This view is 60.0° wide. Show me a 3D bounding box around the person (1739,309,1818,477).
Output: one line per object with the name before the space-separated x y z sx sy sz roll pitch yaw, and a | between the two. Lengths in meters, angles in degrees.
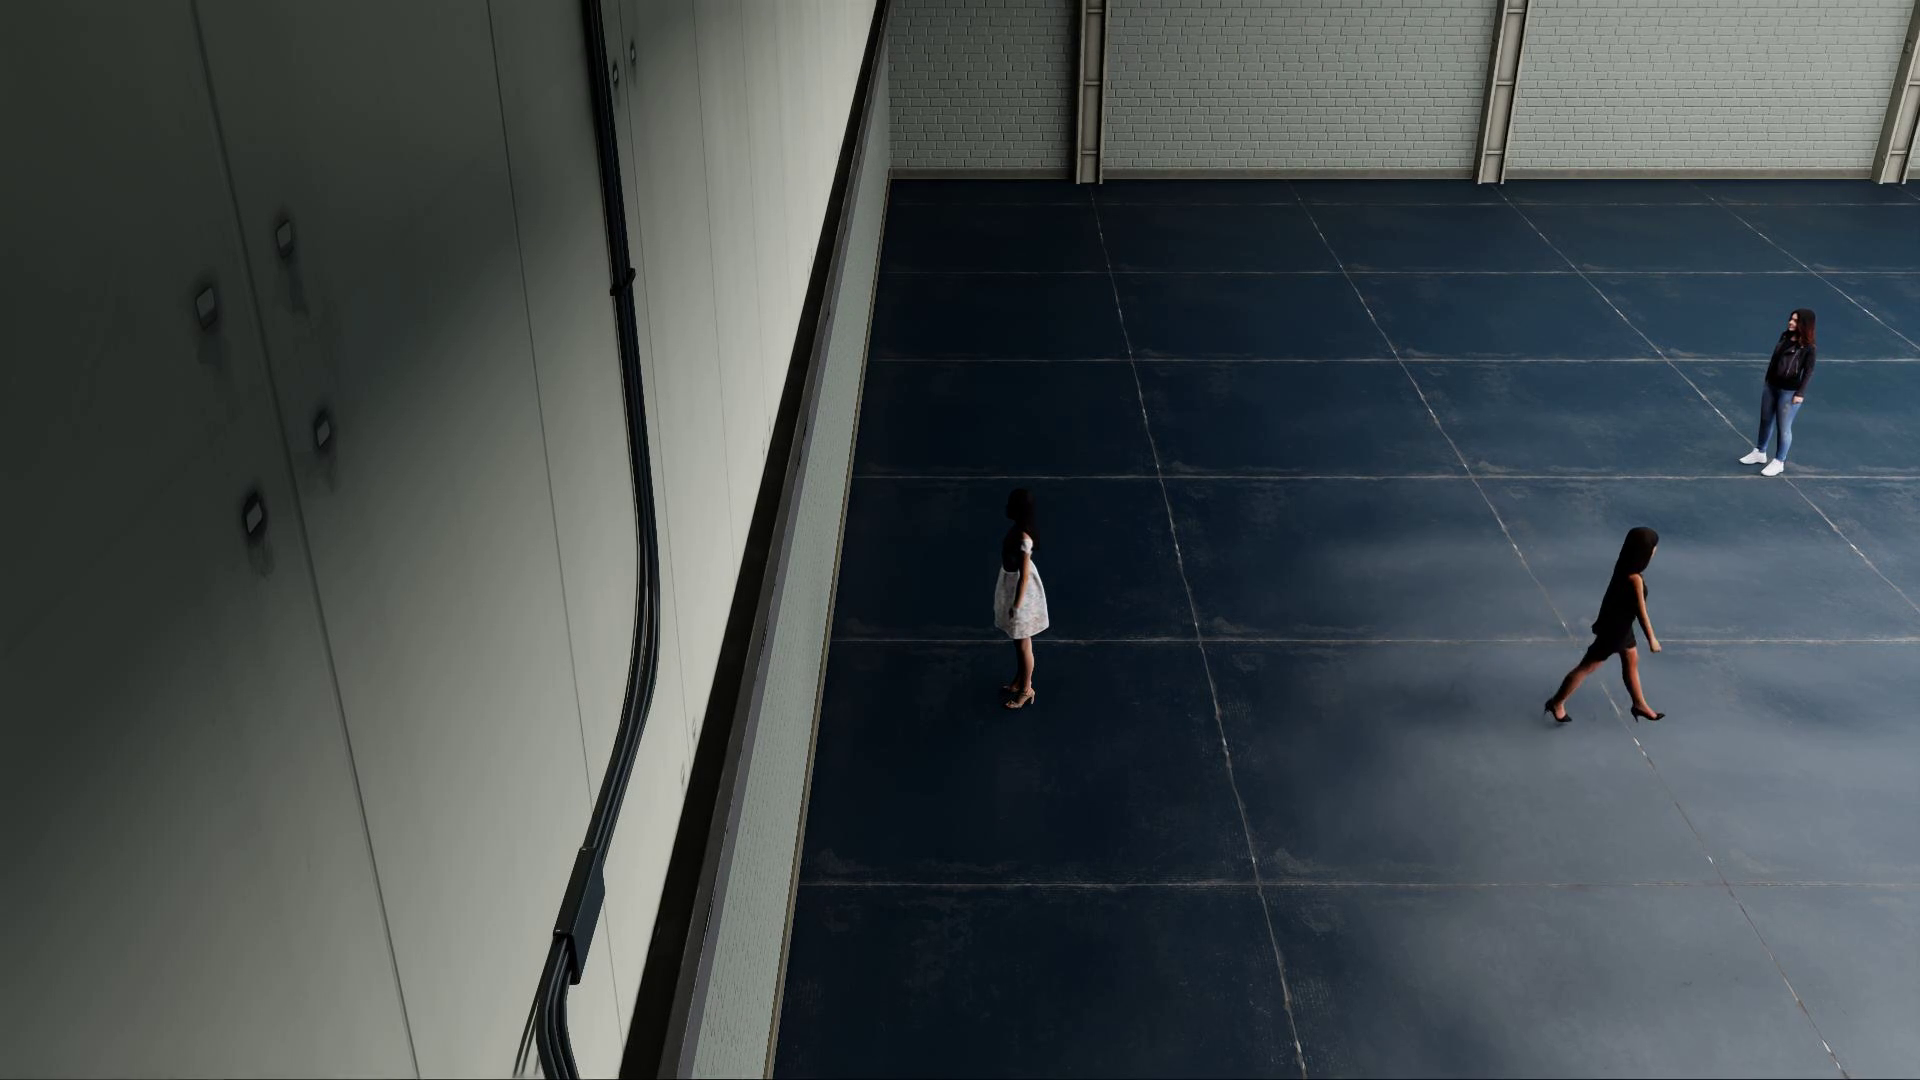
person | 7.820 -1.425 15.781 0.665 1.635 0.699 -9 29 -16

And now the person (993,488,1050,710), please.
person | 0.435 0.423 12.164 0.612 1.775 0.630 0 28 0

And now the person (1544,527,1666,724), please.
person | 4.581 0.670 11.889 1.113 1.595 0.685 5 28 10
